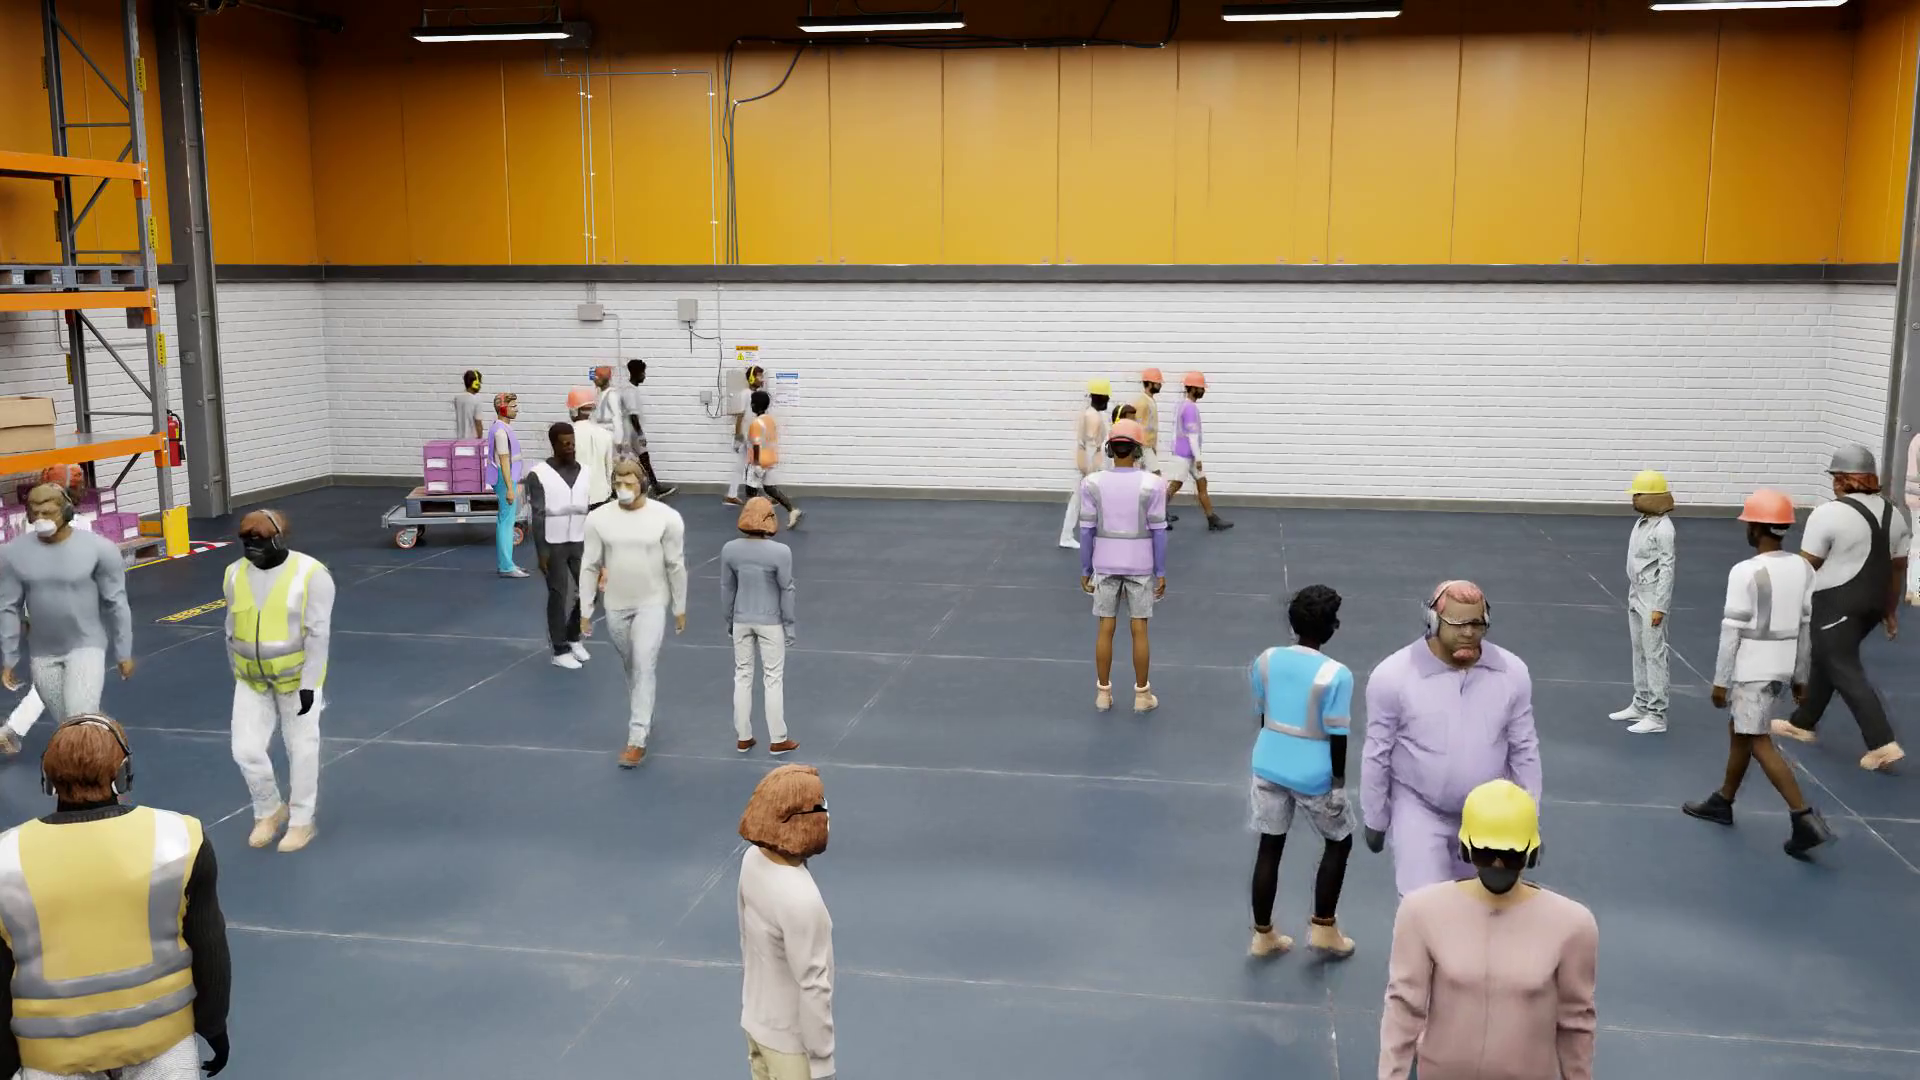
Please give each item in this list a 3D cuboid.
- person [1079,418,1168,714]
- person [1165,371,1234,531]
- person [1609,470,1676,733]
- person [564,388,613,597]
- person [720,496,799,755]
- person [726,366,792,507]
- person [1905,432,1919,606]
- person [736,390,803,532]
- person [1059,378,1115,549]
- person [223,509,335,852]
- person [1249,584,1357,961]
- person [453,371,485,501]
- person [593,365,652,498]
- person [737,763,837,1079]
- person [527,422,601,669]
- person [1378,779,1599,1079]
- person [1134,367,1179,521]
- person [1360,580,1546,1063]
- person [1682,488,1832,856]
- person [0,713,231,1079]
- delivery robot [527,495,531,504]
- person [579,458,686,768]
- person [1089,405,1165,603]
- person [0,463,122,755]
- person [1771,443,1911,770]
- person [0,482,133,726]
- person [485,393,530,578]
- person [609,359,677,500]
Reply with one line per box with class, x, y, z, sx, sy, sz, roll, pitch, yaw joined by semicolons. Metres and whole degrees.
person;1.127;0.183;11.451;0.605;2.036;0.388;3;9;15
person;2.672;-1.030;19.443;1.007;1.889;0.569;1;9;9
person;4.532;0.402;11.002;0.325;1.740;0.492;0;9;2
person;-3.403;-0.404;15.268;0.601;1.981;0.626;7;12;38
person;-1.266;0.538;10.490;0.501;1.633;0.285;4;10;21
person;-2.625;-1.325;21.469;0.968;1.816;0.549;2;9;14
person;8.839;-0.312;15.126;0.428;1.841;0.651;2;9;13
person;-2.232;-0.908;19.333;0.726;1.676;0.538;3;10;17
person;1.531;-0.821;18.160;0.966;1.876;0.613;-1;9;-6
person;-3.556;0.739;8.680;0.623;1.822;0.465;1;9;4
person;1.522;1.026;7.328;0.555;1.674;0.548;-8;12;-42
person;-5.930;-1.140;20.285;0.533;1.834;0.574;5;10;26
person;-4.443;-1.333;21.444;0.854;1.861;0.597;-4;10;-21
person;-0.489;1.447;4.851;0.279;1.633;0.505;-5;10;-28
person;-3.020;0.049;12.706;0.455;1.901;0.594;8;12;42
person;1.391;1.475;4.416;0.546;1.718;0.911;3;10;19
person;2.191;-1.175;20.346;0.954;1.899;0.552;3;10;17
person;1.915;1.087;6.389;0.646;1.868;0.890;-1;9;-8
person;4.279;0.682;8.779;0.553;1.907;0.932;-4;10;-25
person;-2.359;1.382;4.613;0.636;1.842;0.429;-5;10;-27
delivery robot;-4.722;-0.439;19.599;0.707;0.478;0.477;-6;11;-32
person;-2.064;0.410;10.525;0.653;1.888;1.036;1;9;5
person;1.532;-0.327;15.279;0.886;1.825;0.557;6;11;34
person;-5.725;0.445;10.443;0.613;1.854;0.870;4;10;25
person;5.544;0.361;10.328;0.679;2.000;1.049;-4;10;-24
person;-4.855;0.649;8.950;0.627;1.908;0.806;0;9;-2
person;-4.520;-0.542;16.535;0.389;1.846;0.566;-3;10;-18
person;-4.323;-1.449;22.002;1.048;1.891;0.622;0;9;-3
